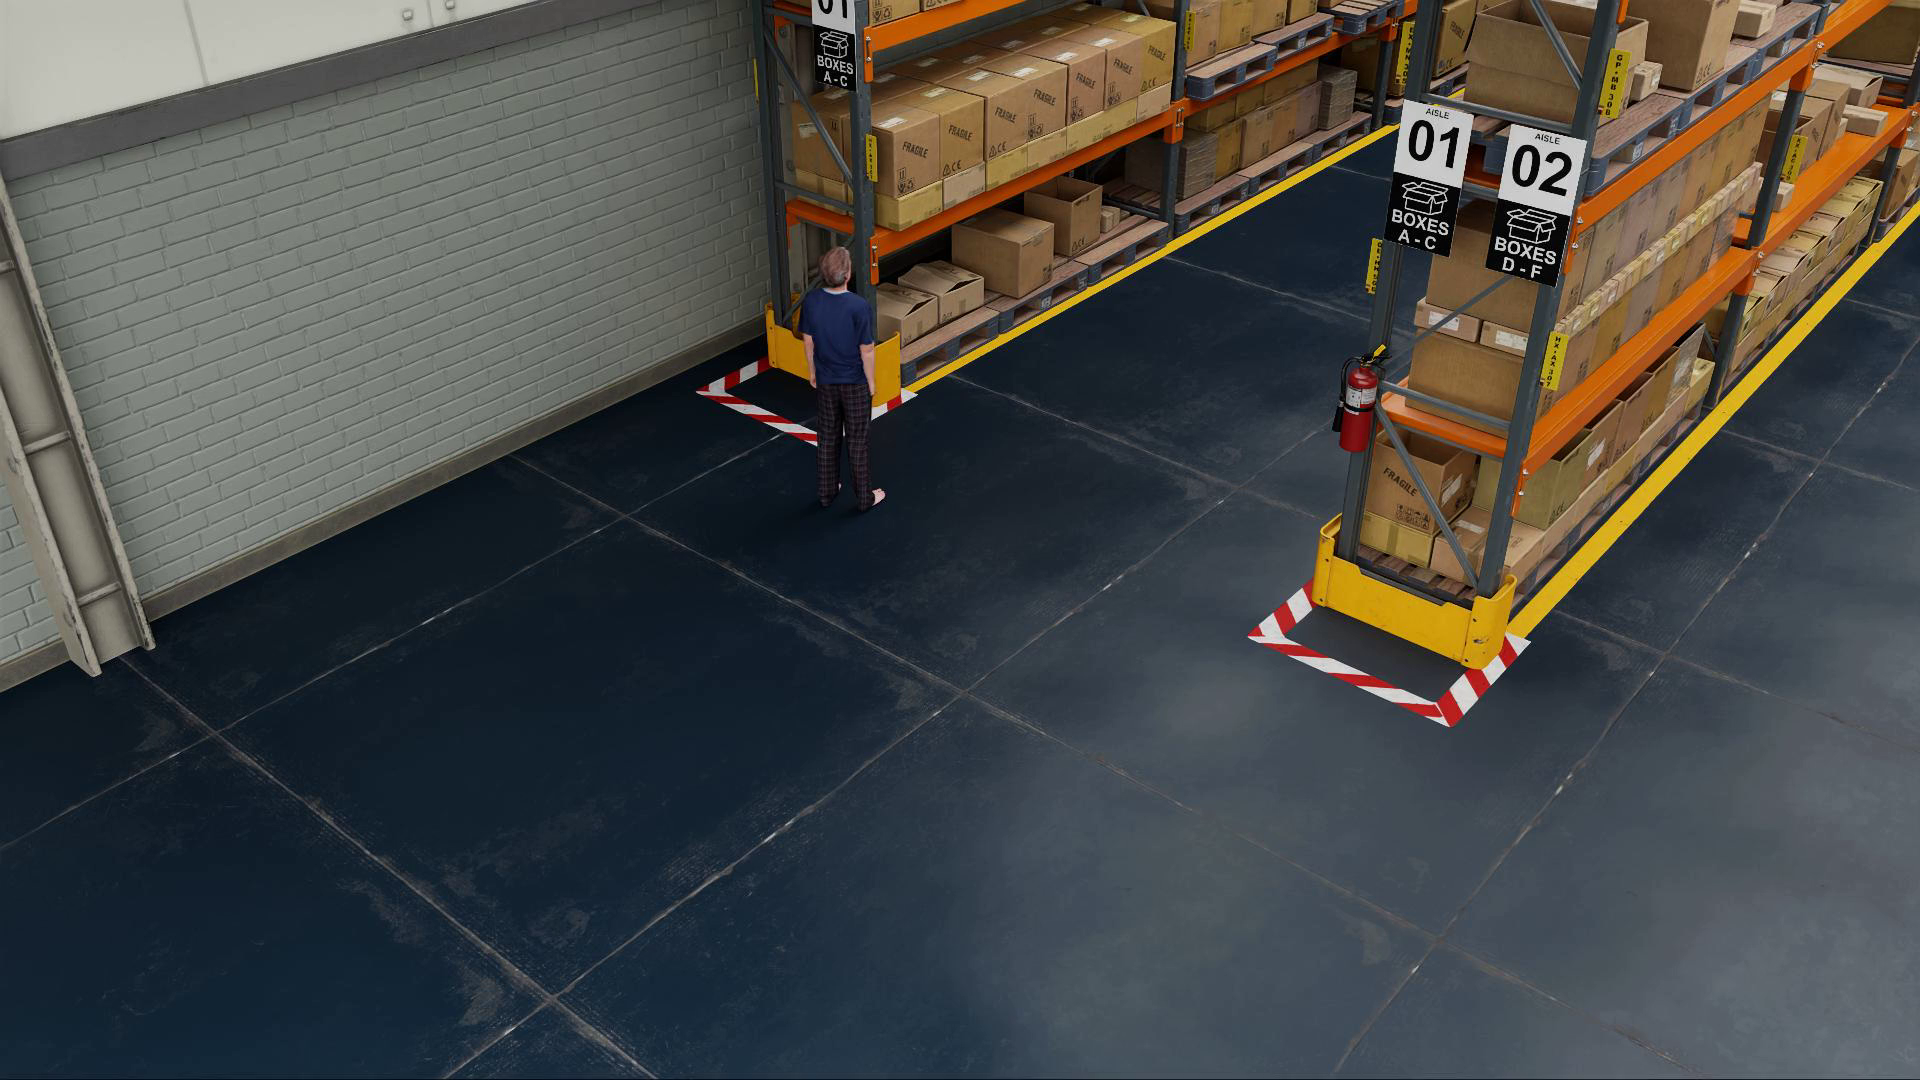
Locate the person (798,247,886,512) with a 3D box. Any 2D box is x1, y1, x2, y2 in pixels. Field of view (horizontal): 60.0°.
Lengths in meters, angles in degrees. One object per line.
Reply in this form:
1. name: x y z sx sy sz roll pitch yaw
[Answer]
1. person: -0.774 -1.049 10.940 0.729 1.872 0.682 10 34 16
